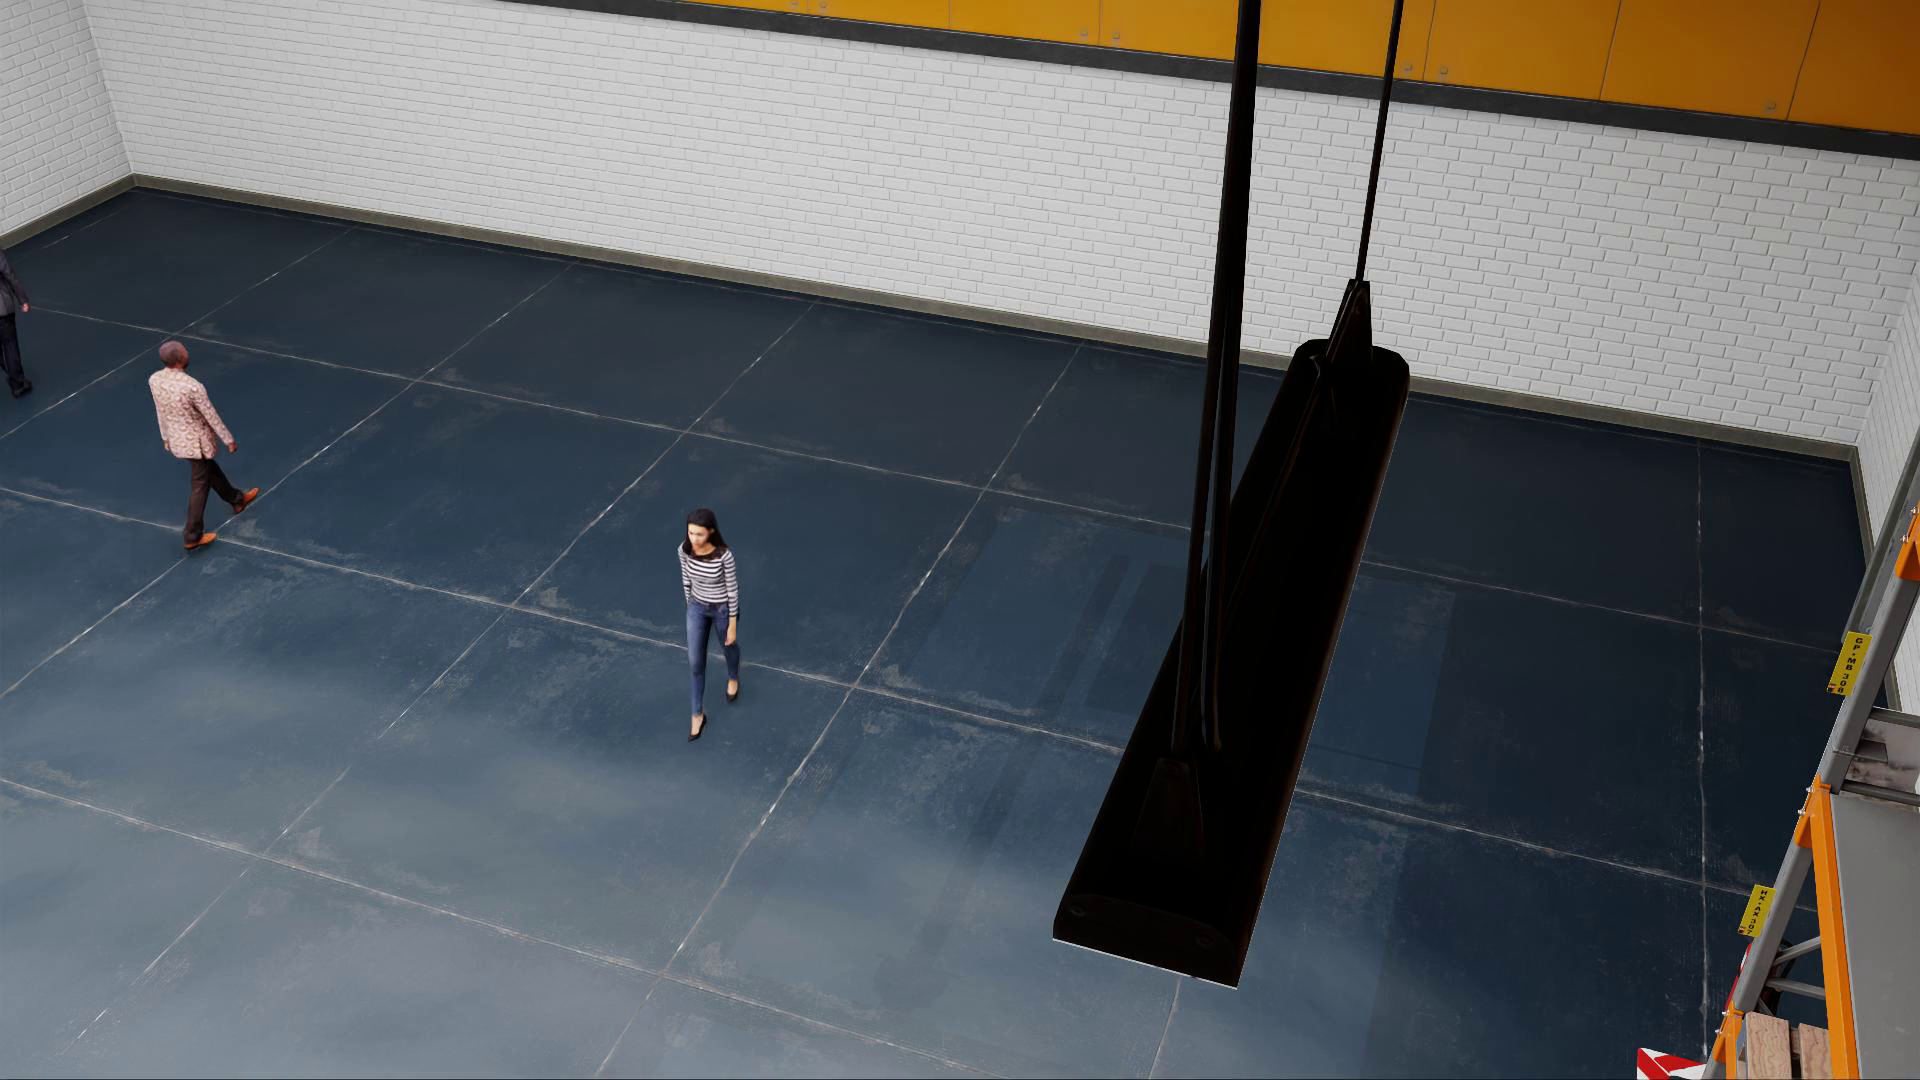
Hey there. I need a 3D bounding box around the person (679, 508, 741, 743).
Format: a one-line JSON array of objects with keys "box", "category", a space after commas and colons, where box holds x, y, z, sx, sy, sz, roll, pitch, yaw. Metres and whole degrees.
[{"box": [-1.711, 0.494, 11.843, 0.679, 1.760, 1.047, 7, 34, 10], "category": "person"}]

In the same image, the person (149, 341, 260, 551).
[{"box": [-6.366, -0.749, 13.713, 0.778, 1.760, 1.187, 14, 36, 20], "category": "person"}]

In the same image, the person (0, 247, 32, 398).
[{"box": [-9.269, -2.218, 15.866, 0.964, 1.823, 1.028, -4, 34, -6], "category": "person"}]
